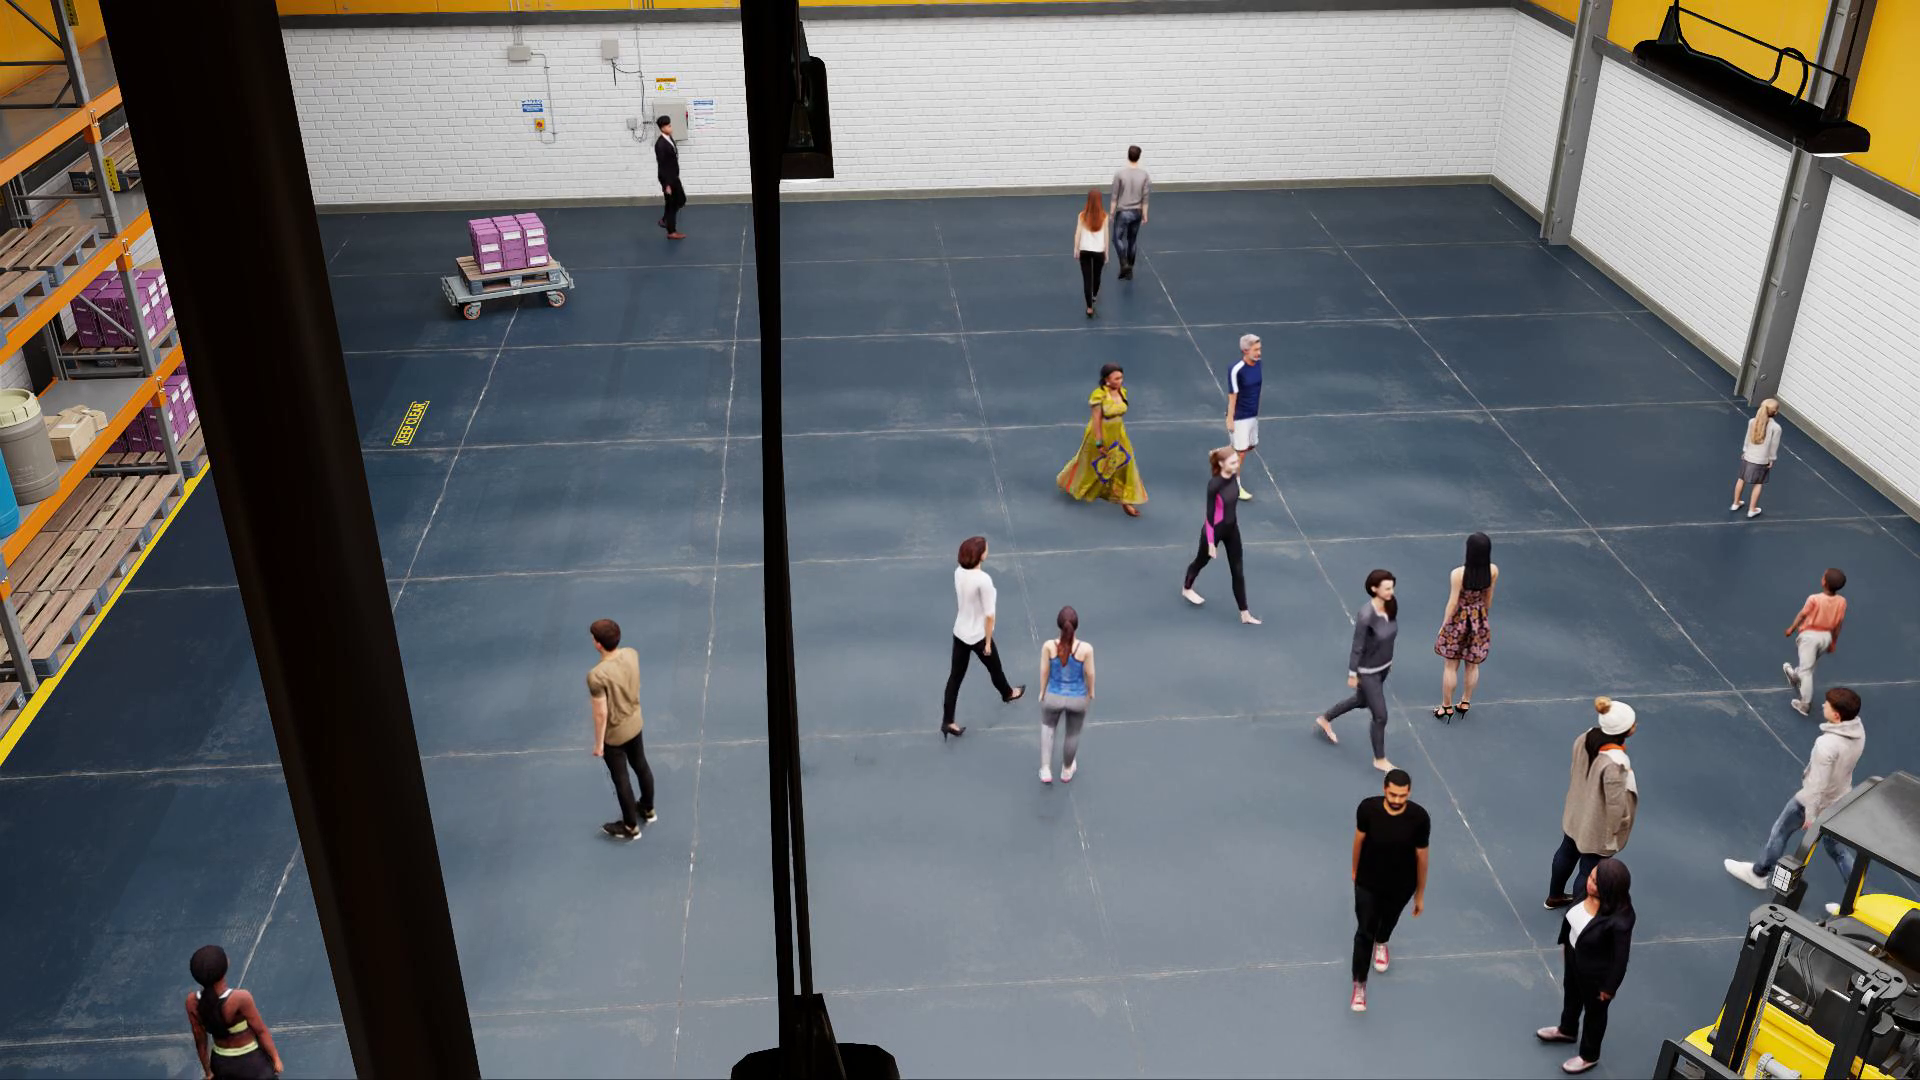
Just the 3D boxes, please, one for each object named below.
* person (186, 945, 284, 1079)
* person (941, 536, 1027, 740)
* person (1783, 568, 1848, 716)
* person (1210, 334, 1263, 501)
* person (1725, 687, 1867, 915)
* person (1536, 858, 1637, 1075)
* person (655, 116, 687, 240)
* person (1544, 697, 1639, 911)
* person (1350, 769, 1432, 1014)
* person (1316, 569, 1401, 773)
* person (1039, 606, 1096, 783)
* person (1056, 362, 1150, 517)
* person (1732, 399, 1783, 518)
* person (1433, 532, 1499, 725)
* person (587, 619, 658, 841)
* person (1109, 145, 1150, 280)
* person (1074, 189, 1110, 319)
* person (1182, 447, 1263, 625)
[{"bbox_3d":[-4.113,3.073,9.463,0.689,1.734,1.066,2,29,3],"label":"person"},{"bbox_3d":[0.024,0.849,13.543,1.142,1.732,1.148,-24,36,-36],"label":"person"},{"bbox_3d":[7.213,0.870,13.978,0.559,1.279,0.910,0,29,1],"label":"person"},{"bbox_3d":[2.898,-1.334,17.451,0.949,1.822,1.043,-24,37,-37],"label":"person"},{"bbox_3d":[6.107,1.869,11.593,1.122,1.810,1.343,-20,34,-32],"label":"person"},{"bbox_3d":[3.963,2.633,10.394,0.751,1.615,0.607,-7,29,-12],"label":"person"},{"bbox_3d":[-4.445,-5.428,24.902,0.854,1.874,0.705,3,29,6],"label":"person"},{"bbox_3d":[4.367,1.879,11.491,0.758,1.890,0.617,-5,29,-9],"label":"person"},{"bbox_3d":[2.846,2.203,11.069,0.878,1.724,1.155,6,29,11],"label":"person"},{"bbox_3d":[3.212,0.995,13.275,1.137,1.733,1.065,23,36,35],"label":"person"},{"bbox_3d":[0.821,1.246,12.949,0.659,1.605,0.710,6,29,10],"label":"person"},{"bbox_3d":[1.432,-1.059,17.163,1.184,1.615,1.330,-23,36,-35],"label":"person"},{"bbox_3d":[8.237,-0.869,17.169,0.657,1.275,0.585,-22,35,-34],"label":"person"},{"bbox_3d":[4.173,0.718,13.740,0.712,1.774,0.723,-8,30,-14],"label":"person"},{"bbox_3d":[-2.532,1.398,12.413,0.815,1.851,0.714,15,32,26],"label":"person"},{"bbox_3d":[2.365,-4.520,23.224,0.689,1.889,0.810,-2,29,-4],"label":"person"},{"bbox_3d":[1.759,-3.771,22.052,0.642,1.695,0.977,-1,29,-1],"label":"person"},{"bbox_3d":[2.313,-0.064,15.262,1.033,1.689,1.211,-22,36,-35],"label":"person"}]
